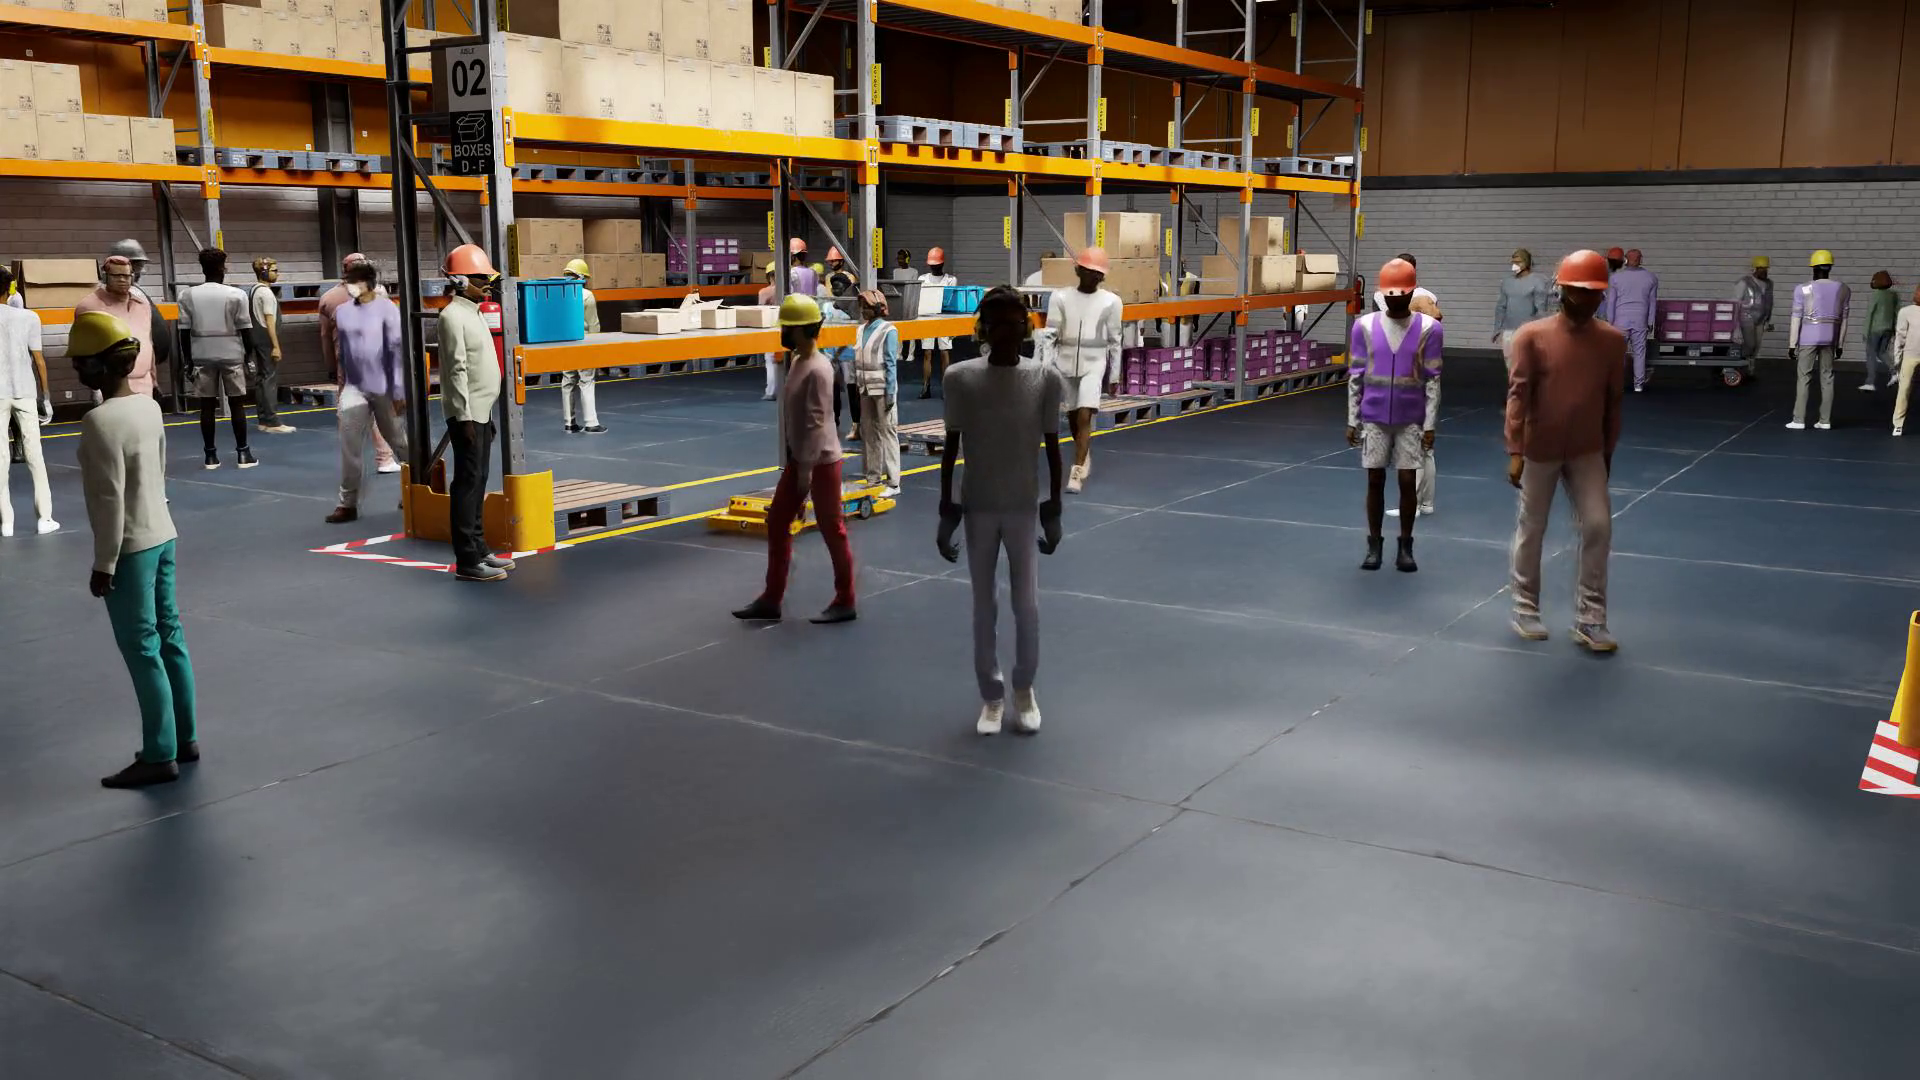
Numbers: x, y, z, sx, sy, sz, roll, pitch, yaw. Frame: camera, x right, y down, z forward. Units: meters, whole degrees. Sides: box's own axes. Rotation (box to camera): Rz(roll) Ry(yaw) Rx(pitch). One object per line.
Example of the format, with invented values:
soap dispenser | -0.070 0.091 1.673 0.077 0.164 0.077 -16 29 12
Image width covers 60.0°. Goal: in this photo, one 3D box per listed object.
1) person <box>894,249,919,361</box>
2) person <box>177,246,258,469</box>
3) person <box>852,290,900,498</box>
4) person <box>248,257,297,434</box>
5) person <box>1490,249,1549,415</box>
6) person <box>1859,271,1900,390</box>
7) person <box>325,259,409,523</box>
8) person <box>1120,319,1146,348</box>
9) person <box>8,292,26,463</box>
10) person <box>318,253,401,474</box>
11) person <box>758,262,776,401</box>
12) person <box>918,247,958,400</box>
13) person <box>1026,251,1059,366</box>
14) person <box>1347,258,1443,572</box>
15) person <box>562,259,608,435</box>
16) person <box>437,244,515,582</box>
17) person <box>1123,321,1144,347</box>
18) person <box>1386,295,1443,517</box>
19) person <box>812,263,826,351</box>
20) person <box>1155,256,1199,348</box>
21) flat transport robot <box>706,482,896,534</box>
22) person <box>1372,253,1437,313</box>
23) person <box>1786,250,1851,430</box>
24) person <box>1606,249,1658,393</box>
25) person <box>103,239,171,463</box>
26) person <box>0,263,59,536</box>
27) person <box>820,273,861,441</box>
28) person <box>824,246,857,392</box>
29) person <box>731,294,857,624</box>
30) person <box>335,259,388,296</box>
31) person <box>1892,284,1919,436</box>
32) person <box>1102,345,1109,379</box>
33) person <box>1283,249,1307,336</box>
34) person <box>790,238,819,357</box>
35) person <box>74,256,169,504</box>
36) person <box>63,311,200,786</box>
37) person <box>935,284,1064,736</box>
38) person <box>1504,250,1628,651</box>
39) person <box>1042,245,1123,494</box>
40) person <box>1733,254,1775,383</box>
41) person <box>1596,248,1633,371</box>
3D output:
person | -0.926 -3.924 27.870 0.519 1.865 0.331 5 12 27
person | -6.573 -1.602 14.750 0.610 1.949 0.365 -2 10 -9
person | -0.662 -1.154 13.162 0.312 1.634 0.516 -8 13 -38
person | -7.251 -2.033 17.437 0.351 1.847 0.507 -8 13 -37
person | 6.458 -2.398 19.248 0.428 1.920 0.632 -5 11 -25
person | 12.426 -2.808 22.361 0.539 1.612 0.461 -3 11 -18
person | -4.295 -1.111 12.212 0.639 1.896 0.999 4 11 19
person | 2.205 -2.941 22.585 0.609 1.798 0.510 4 11 21
person | -8.742 -1.648 15.049 0.542 1.938 0.358 -3 11 -18
person | -5.172 -1.519 14.416 0.636 1.911 0.404 1 10 4
person | -2.349 -2.643 21.081 0.377 1.750 0.560 9 13 40
person | -0.299 -2.750 21.150 0.543 1.939 0.360 2 10 12
person | 1.174 -2.970 22.547 0.638 1.891 1.048 2 10 11
person | 2.637 -0.749 10.137 0.554 1.913 0.434 4 11 20
person | -3.976 -2.010 17.371 0.589 1.824 0.403 5 12 28
person | -2.908 -0.755 9.944 0.382 1.995 0.612 -1 10 -4
person | 2.957 -4.056 28.227 0.612 1.997 0.375 6 12 32
person | 3.367 -0.977 12.218 0.299 1.617 0.503 7 12 35
person | -1.956 -2.940 22.858 0.493 1.694 0.906 2 10 11
person | 3.002 -3.032 23.013 0.629 1.837 0.429 0 10 2
flat transport robot | -1.117 -0.256 11.952 0.652 0.197 1.431 6 12 30
person | 3.940 -1.592 14.842 0.596 1.909 0.394 -1 10 -6
person | 9.160 -2.132 17.787 0.588 1.918 0.396 0 10 2
person | 8.883 -2.897 22.059 0.642 1.907 0.410 2 10 9
person | -7.264 -1.639 14.711 0.536 2.000 0.720 -7 12 -32
person | -6.520 -0.958 11.412 0.512 1.873 0.329 -5 11 -26
person | -1.197 -1.848 16.823 0.542 1.696 0.316 6 12 28
person | -1.624 -2.953 22.276 0.545 1.939 0.374 9 14 41
person | -0.877 -0.400 8.659 0.764 1.734 0.558 -4 11 -23
person | -6.546 -2.176 18.276 0.624 1.835 0.429 -7 13 -36
person | 9.890 -1.863 17.123 0.493 1.622 0.285 5 11 24
person | 2.017 -3.299 24.284 0.583 1.903 0.452 -5 11 -25
person | 5.287 -3.640 26.260 0.579 1.879 0.347 -8 13 -37
person | -1.996 -2.675 20.445 0.378 2.044 0.607 6 12 31
person | -6.297 -1.180 12.557 0.401 1.904 0.640 4 11 21
person | -3.113 0.035 6.206 0.328 1.765 0.532 -1 10 -4
person | 0.161 -0.104 6.753 0.508 1.852 0.453 1 10 4
person | 2.999 -0.427 8.212 0.642 1.966 0.794 0 10 -1
person | 1.011 -1.418 13.647 0.628 1.997 1.050 3 11 15
person | 11.266 -3.133 23.599 0.608 1.815 0.427 -4 11 -19
person | 9.982 -3.489 25.361 0.929 1.891 0.573 2 10 13
